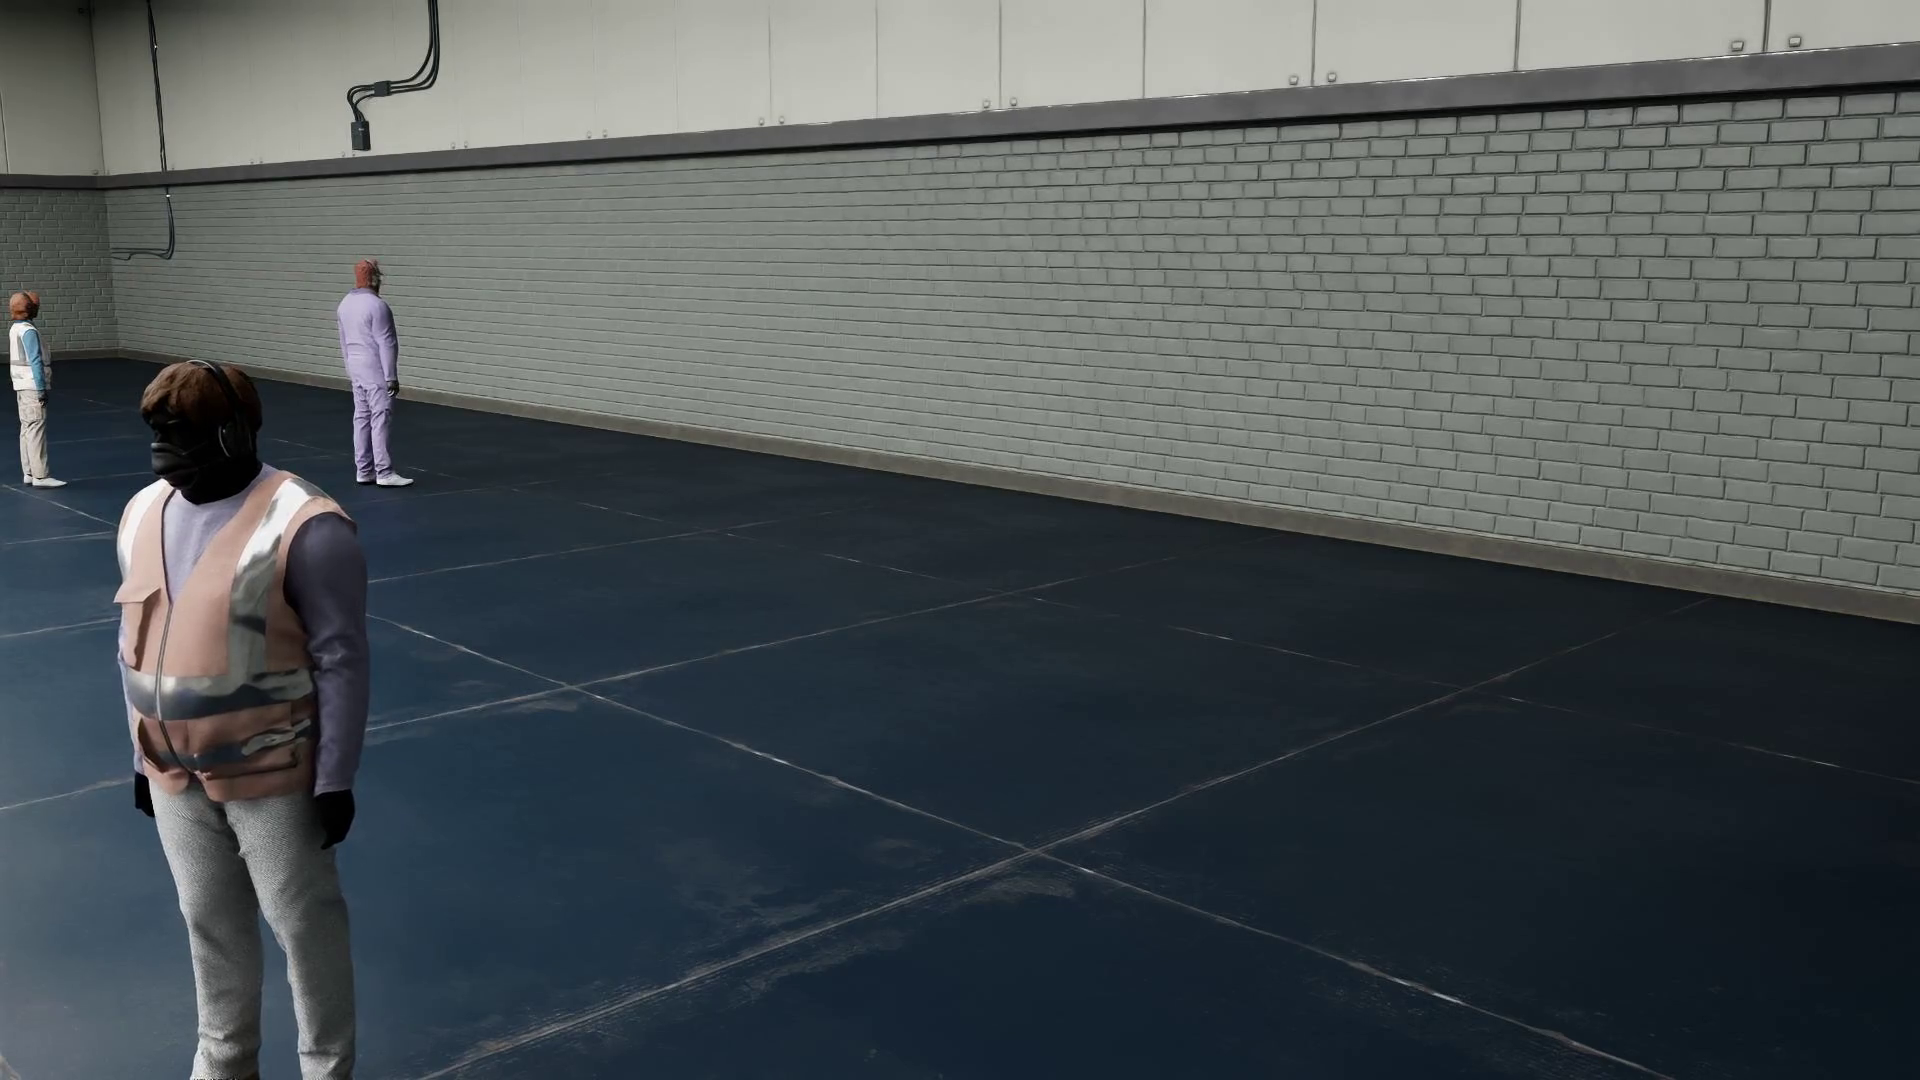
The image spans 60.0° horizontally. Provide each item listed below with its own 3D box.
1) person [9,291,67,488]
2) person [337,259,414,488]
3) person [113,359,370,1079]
[{"bbox_3d":[-7.806,-1.265,14.004,0.305,1.644,0.522,-9,14,-42],"label":"person"},{"bbox_3d":[-4.939,-1.407,14.055,0.652,1.909,0.409,8,13,38],"label":"person"},{"bbox_3d":[-1.637,0.514,3.770,0.630,1.842,0.429,4,11,20],"label":"person"}]
